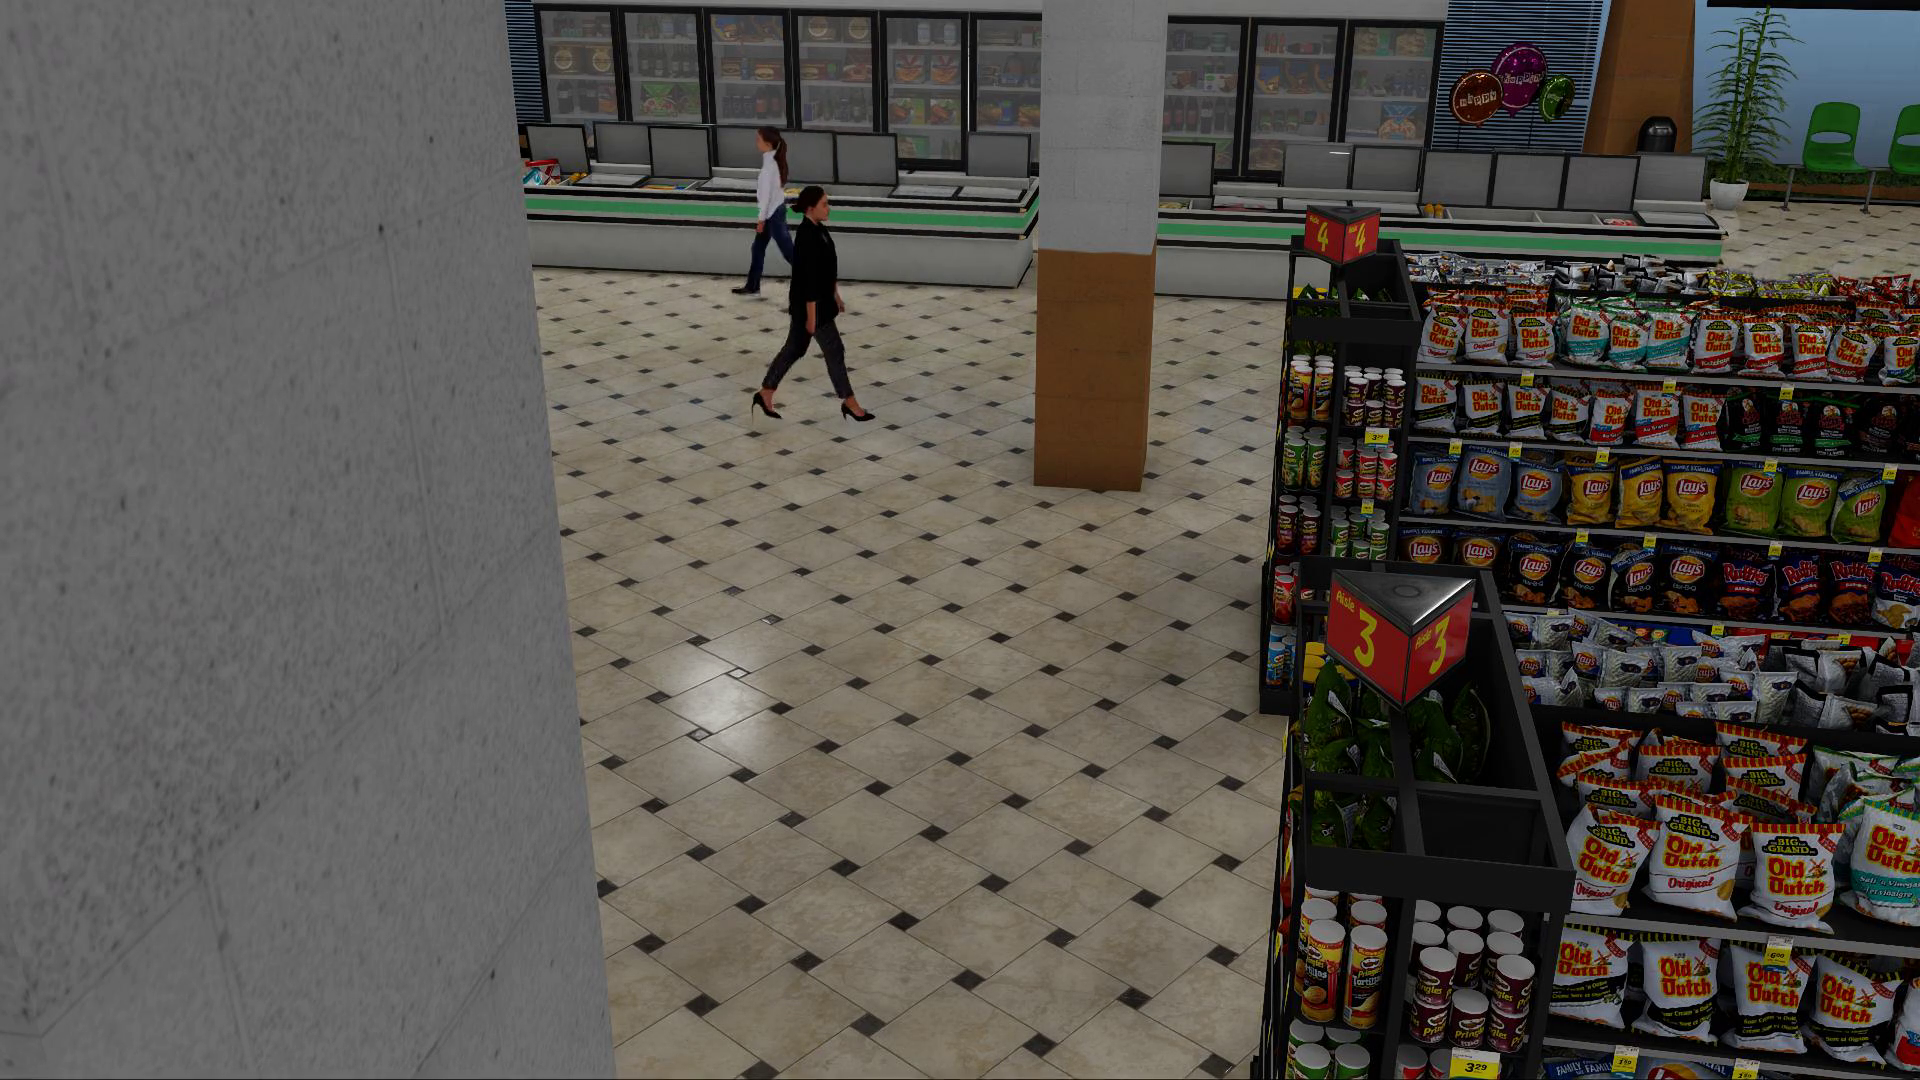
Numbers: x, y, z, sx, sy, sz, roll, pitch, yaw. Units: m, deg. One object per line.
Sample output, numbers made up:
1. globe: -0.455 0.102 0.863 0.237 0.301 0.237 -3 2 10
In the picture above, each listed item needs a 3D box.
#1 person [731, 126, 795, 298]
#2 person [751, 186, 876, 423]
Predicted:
1. person: -1.545 -2.812 14.546 1.074 1.518 0.577 3 24 6
2. person: -1.118 -1.591 11.565 1.177 1.670 0.849 -2 24 -4
